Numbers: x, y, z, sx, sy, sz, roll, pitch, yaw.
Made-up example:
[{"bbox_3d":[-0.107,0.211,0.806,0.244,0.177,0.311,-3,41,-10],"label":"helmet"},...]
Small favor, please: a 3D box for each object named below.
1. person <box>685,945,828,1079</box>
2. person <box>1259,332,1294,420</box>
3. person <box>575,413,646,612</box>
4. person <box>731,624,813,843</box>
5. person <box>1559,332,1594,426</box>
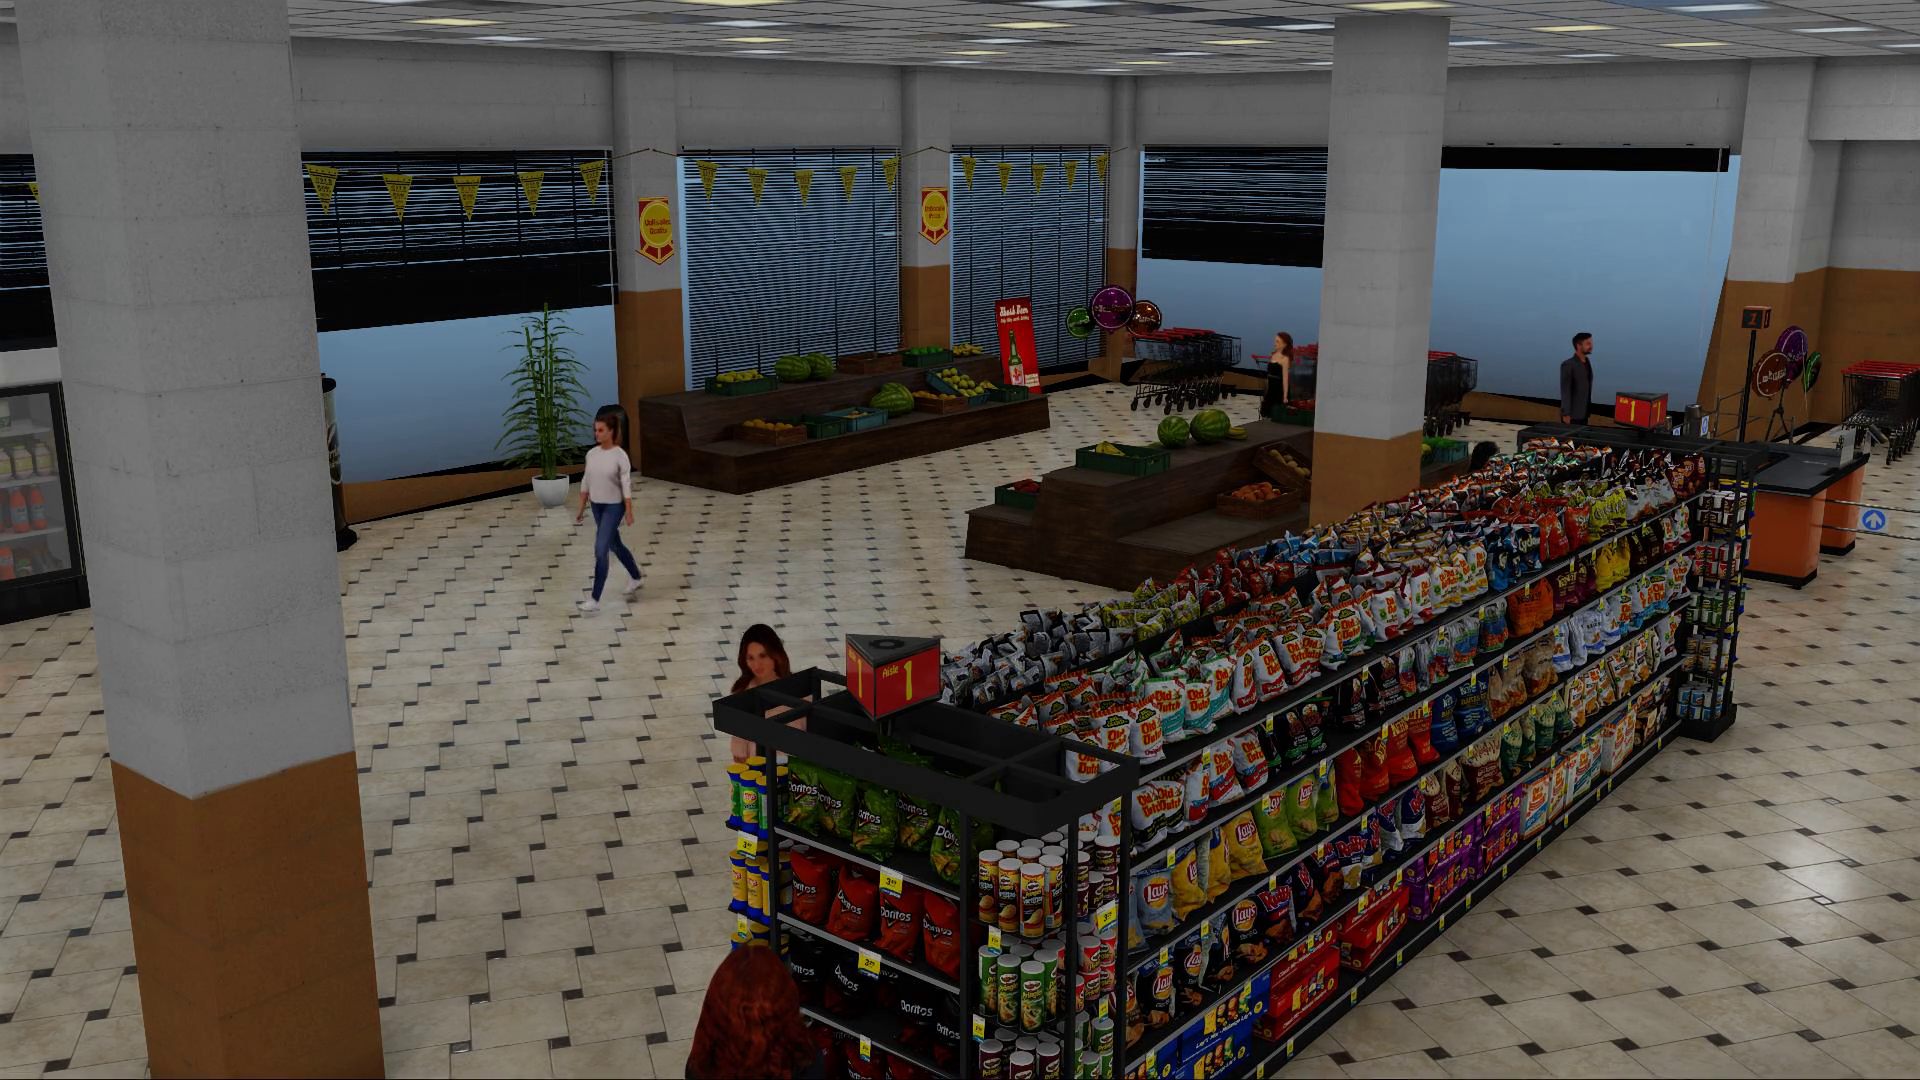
[{"bbox_3d":[-0.592,2.028,4.971,0.666,1.786,0.727,-1,14,-6],"label":"person"},{"bbox_3d":[4.173,-1.865,21.395,0.939,1.611,0.851,-3,14,-11],"label":"person"},{"bbox_3d":[-3.032,-0.249,14.591,0.672,1.677,1.155,9,16,33],"label":"person"},{"bbox_3d":[-0.920,1.230,8.359,0.984,1.741,1.064,-2,14,-9],"label":"person"},{"bbox_3d":[7.102,-1.471,19.210,0.569,1.874,0.761,-13,18,-42],"label":"person"}]
